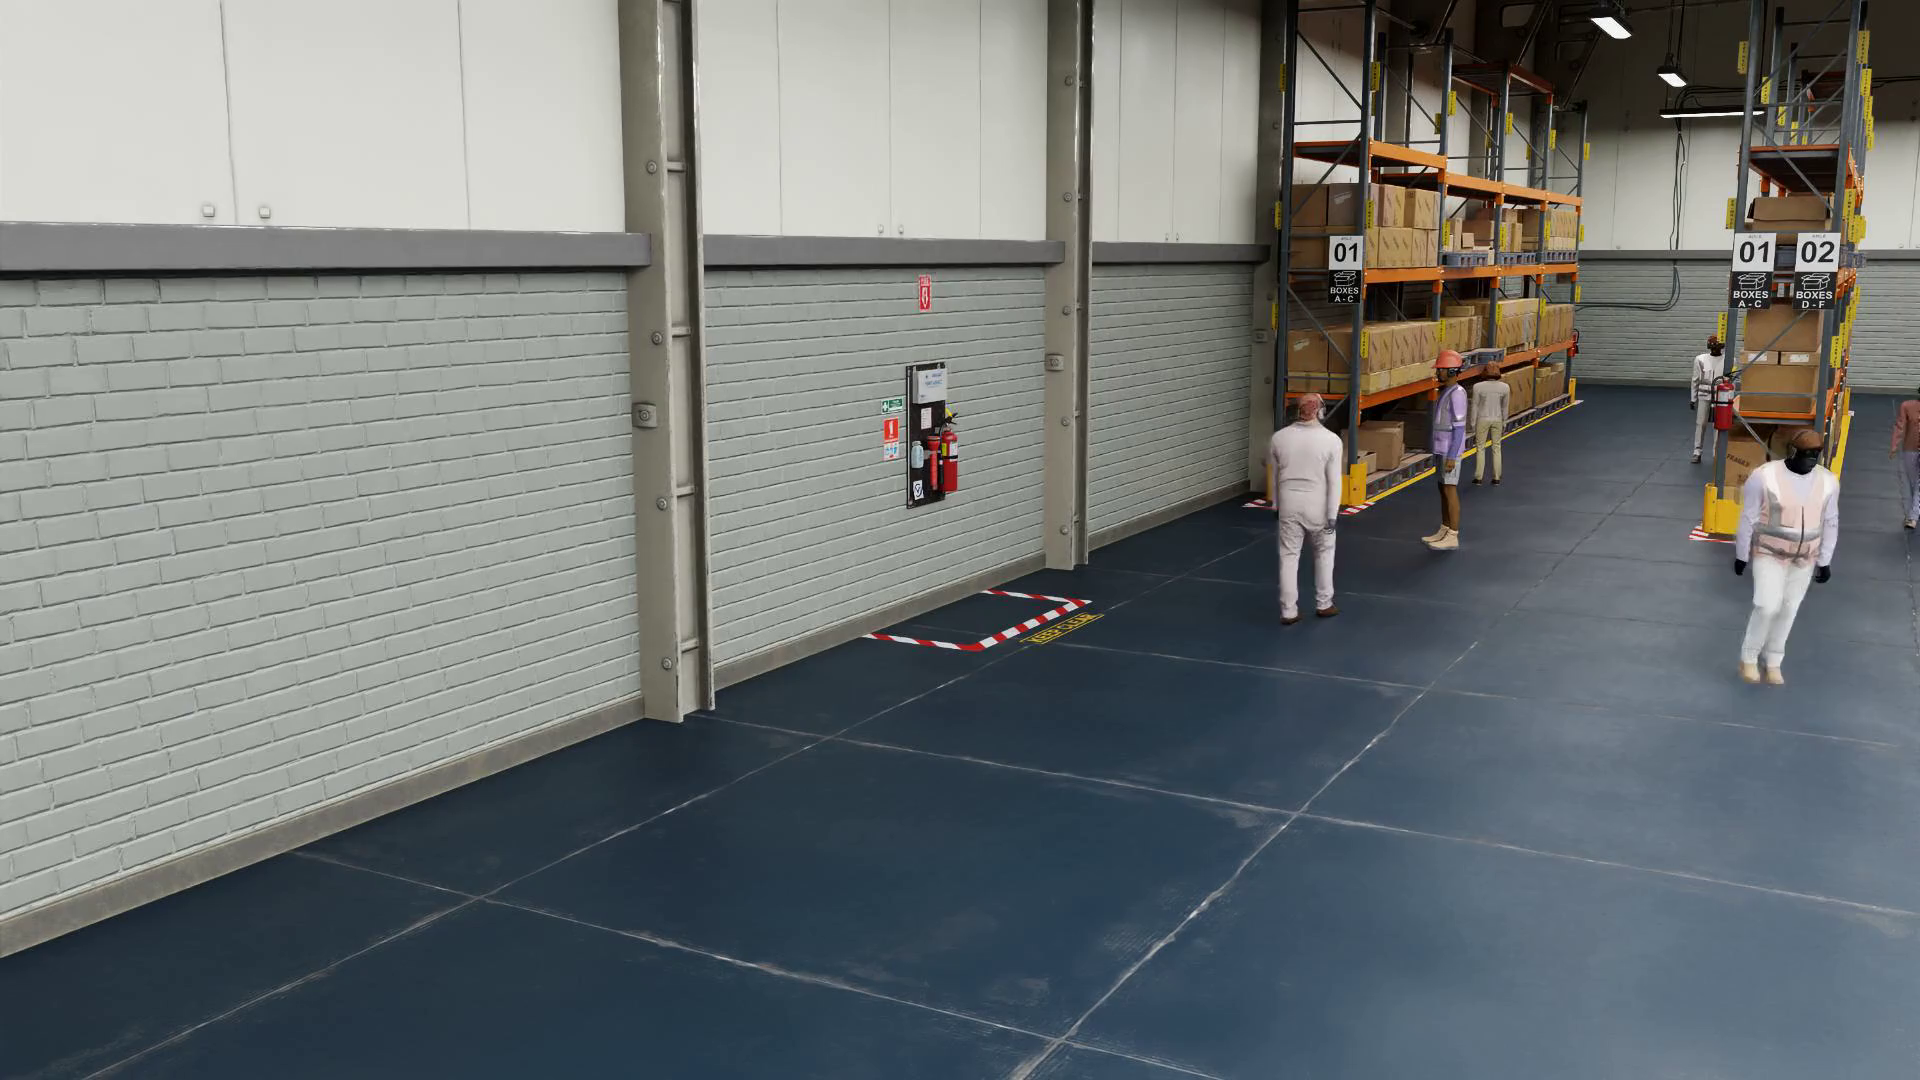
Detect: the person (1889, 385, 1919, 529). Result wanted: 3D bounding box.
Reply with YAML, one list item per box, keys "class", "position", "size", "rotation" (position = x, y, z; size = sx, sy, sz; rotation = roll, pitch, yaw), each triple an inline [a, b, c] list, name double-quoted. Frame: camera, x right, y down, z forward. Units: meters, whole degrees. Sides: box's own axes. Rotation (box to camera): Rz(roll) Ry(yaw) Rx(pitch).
- class: "person"
  position: [10.678, -1.002, 18.475]
  size: [0.528, 1.711, 0.944]
  rotation: [9, 13, 44]

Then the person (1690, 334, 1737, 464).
- class: "person"
  position: [10.851, -2.031, 23.989]
  size: [0.586, 1.882, 0.342]
  rotation: [5, 11, 28]

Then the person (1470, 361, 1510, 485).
- class: "person"
  position: [6.942, -1.530, 21.816]
  size: [0.493, 1.624, 0.280]
  rotation: [-1, 10, -4]

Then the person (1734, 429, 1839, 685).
- class: "person"
  position: [5.759, 0.127, 11.581]
  size: [0.635, 1.814, 0.481]
  rotation: [0, 10, 0]

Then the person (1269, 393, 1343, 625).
- class: "person"
  position: [2.865, -0.266, 13.657]
  size: [0.654, 1.877, 0.797]
  rotation: [5, 11, 29]

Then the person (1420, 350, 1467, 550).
- class: "person"
  position: [4.965, -0.920, 17.018]
  size: [0.372, 2.042, 0.615]
  rotation: [1, 10, 4]
